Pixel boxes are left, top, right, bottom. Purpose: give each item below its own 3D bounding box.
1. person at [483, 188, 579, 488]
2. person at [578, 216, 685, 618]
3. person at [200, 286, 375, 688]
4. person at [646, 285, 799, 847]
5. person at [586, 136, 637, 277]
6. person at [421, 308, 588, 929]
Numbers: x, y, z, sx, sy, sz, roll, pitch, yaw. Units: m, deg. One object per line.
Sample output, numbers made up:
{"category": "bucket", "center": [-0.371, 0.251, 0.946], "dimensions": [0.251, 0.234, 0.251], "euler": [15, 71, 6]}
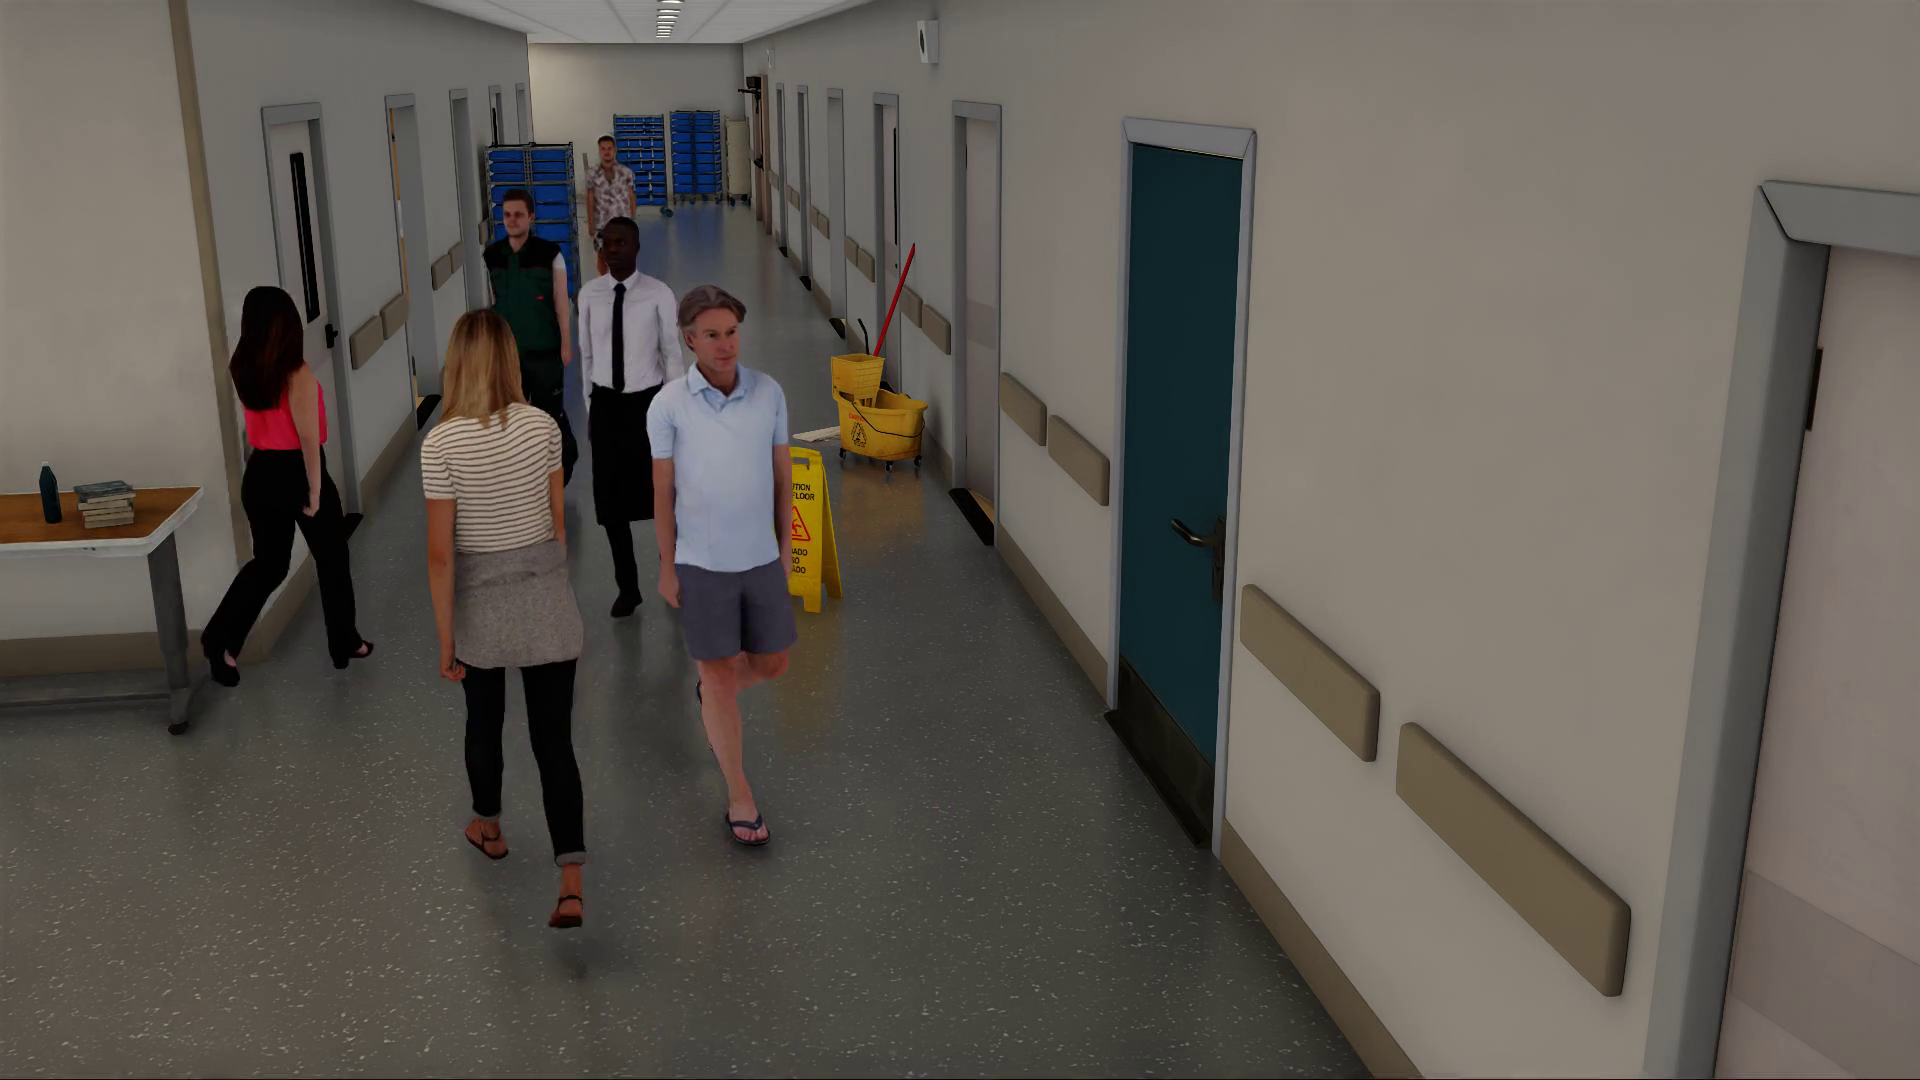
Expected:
{"category": "person", "center": [-2.471, -1.110, 9.691], "dimensions": [0.855, 1.805, 1.196], "euler": [1, 16, 5]}
{"category": "person", "center": [-1.522, -0.598, 7.875], "dimensions": [0.843, 1.809, 1.200], "euler": [1, 16, 4]}
{"category": "person", "center": [-2.764, -0.172, 6.693], "dimensions": [0.918, 1.631, 1.112], "euler": [6, 17, 21]}
{"category": "person", "center": [-0.810, 0.059, 5.542], "dimensions": [0.841, 1.811, 1.088], "euler": [-8, 18, -27]}
{"category": "person", "center": [-3.757, -3.442, 17.986], "dimensions": [0.693, 1.796, 0.898], "euler": [-4, 16, -13]}
{"category": "person", "center": [-1.262, 0.278, 4.827], "dimensions": [0.784, 1.777, 1.257], "euler": [-7, 17, -25]}
